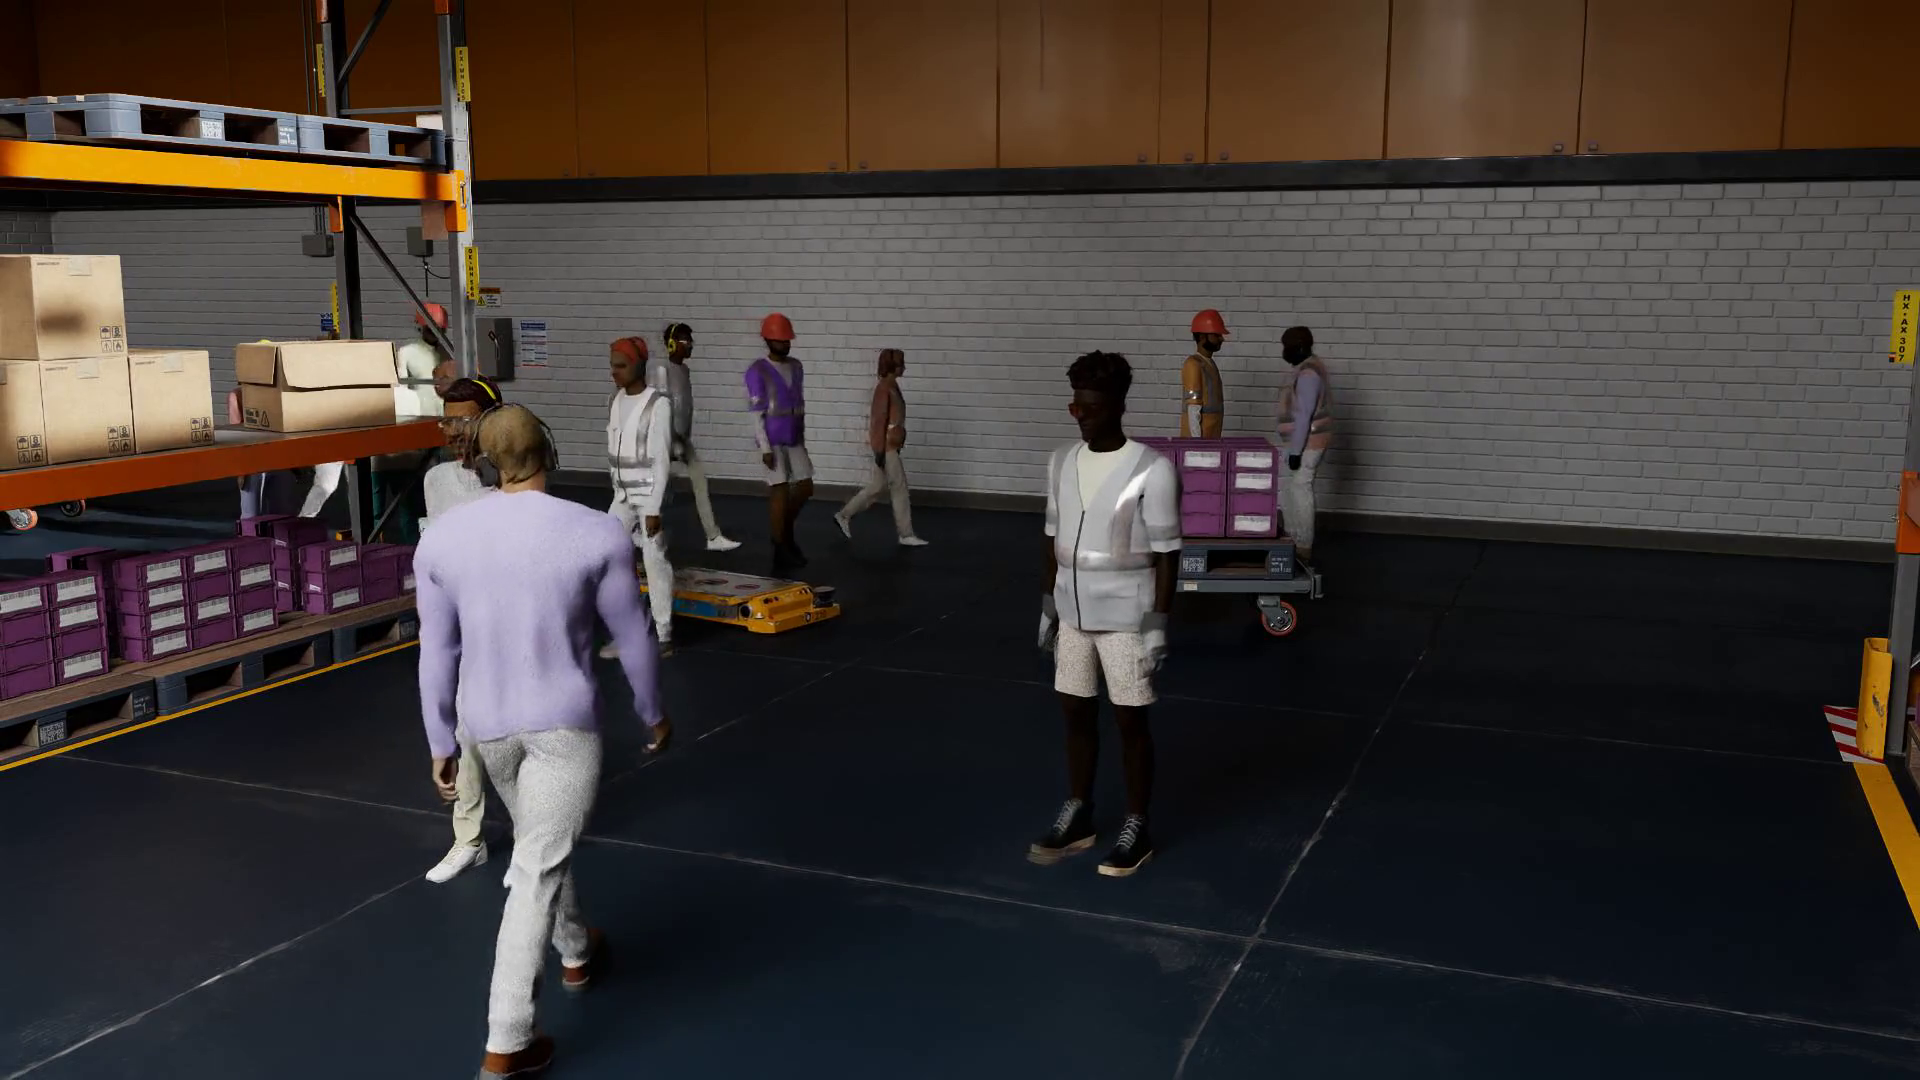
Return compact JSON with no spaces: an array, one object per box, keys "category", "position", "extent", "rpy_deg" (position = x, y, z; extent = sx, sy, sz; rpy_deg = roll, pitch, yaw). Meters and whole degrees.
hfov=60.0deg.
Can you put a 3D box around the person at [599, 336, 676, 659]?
[{"category":"person","position":[-1.855,-0.214,9.447],"extent":[0.605,1.868,0.550],"rpy_deg":[8,13,42]}]

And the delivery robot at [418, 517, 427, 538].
[{"category":"delivery robot","position":[-3.659,-0.042,12.102],"extent":[0.477,0.478,0.707],"rpy_deg":[-8,13,-42]}]

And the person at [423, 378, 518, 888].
[{"category":"person","position":[-1.744,0.341,6.091],"extent":[0.514,1.872,0.328],"rpy_deg":[2,10,12]}]

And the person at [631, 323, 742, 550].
[{"category":"person","position":[-2.274,-0.810,13.246],"extent":[0.994,1.823,0.518],"rpy_deg":[4,10,23]}]

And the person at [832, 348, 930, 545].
[{"category":"person","position":[-0.659,-0.756,13.527],"extent":[0.765,1.611,0.522],"rpy_deg":[1,9,5]}]

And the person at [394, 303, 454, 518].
[{"category":"person","position":[-4.340,-0.986,13.881],"extent":[0.974,1.943,0.646],"rpy_deg":[9,13,43]}]

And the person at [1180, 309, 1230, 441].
[{"category":"person","position":[1.871,-0.785,12.712],"extent":[0.354,1.939,0.544],"rpy_deg":[3,10,20]}]

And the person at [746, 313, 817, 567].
[{"category":"person","position":[-1.337,-0.749,12.552],"extent":[0.410,1.914,0.568],"rpy_deg":[8,12,39]}]

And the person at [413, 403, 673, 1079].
[{"category":"person","position":[-1.222,0.550,4.828],"extent":[0.653,1.883,1.011],"rpy_deg":[1,9,9]}]

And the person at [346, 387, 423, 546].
[{"category":"person","position":[-3.919,-0.464,11.326],"extent":[0.528,1.760,0.339],"rpy_deg":[-7,11,-35]}]

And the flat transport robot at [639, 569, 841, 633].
[{"category":"flat transport robot","position":[-1.534,0.372,10.736],"extent":[1.431,0.197,0.652],"rpy_deg":[6,11,33]}]

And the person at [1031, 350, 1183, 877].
[{"category":"person","position":[0.535,0.270,6.232],"extent":[0.613,1.961,0.368],"rpy_deg":[9,13,42]}]

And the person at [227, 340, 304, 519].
[{"category":"person","position":[-4.783,-0.498,11.506],"extent":[0.329,1.764,0.524],"rpy_deg":[6,11,33]}]

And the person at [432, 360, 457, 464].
[{"category":"person","position":[-3.644,-0.489,11.964],"extent":[0.805,1.583,0.549],"rpy_deg":[4,10,25]}]

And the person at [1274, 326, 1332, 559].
[{"category":"person","position":[2.637,-0.739,12.859],"extent":[0.453,1.824,0.662],"rpy_deg":[1,9,6]}]

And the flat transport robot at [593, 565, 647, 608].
[{"category":"flat transport robot","position":[-2.750,0.248,11.488],"extent":[1.431,0.197,0.652],"rpy_deg":[7,12,37]}]

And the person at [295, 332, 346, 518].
[{"category":"person","position":[-4.989,-0.812,13.304],"extent":[0.838,1.808,0.638],"rpy_deg":[6,11,33]}]
